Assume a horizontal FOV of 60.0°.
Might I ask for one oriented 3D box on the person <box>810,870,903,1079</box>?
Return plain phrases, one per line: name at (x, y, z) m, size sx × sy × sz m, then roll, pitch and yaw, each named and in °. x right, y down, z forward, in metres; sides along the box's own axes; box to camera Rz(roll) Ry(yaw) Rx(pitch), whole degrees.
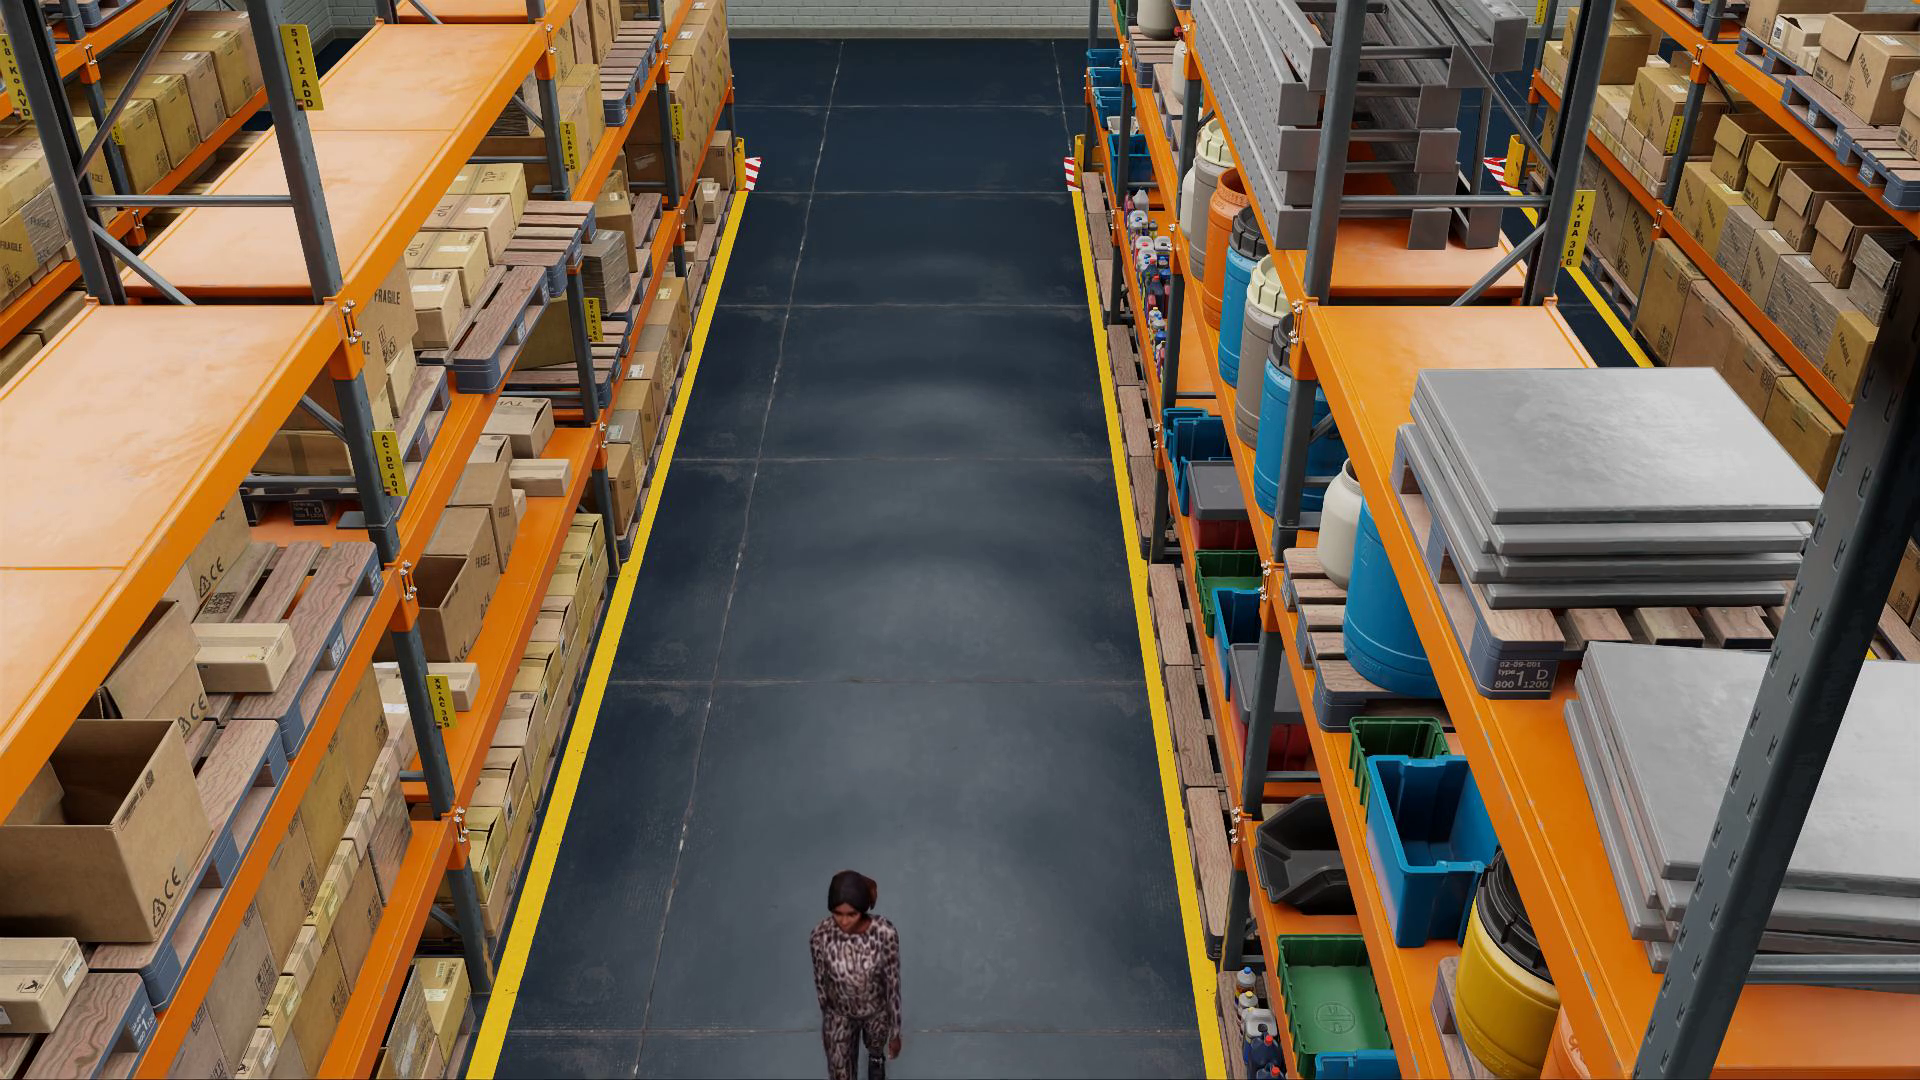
person at (-0.452, 2.187, 7.890) m, size 0.564 × 1.673 × 1.134 m, roll 0°, pitch 33°, yaw 0°
